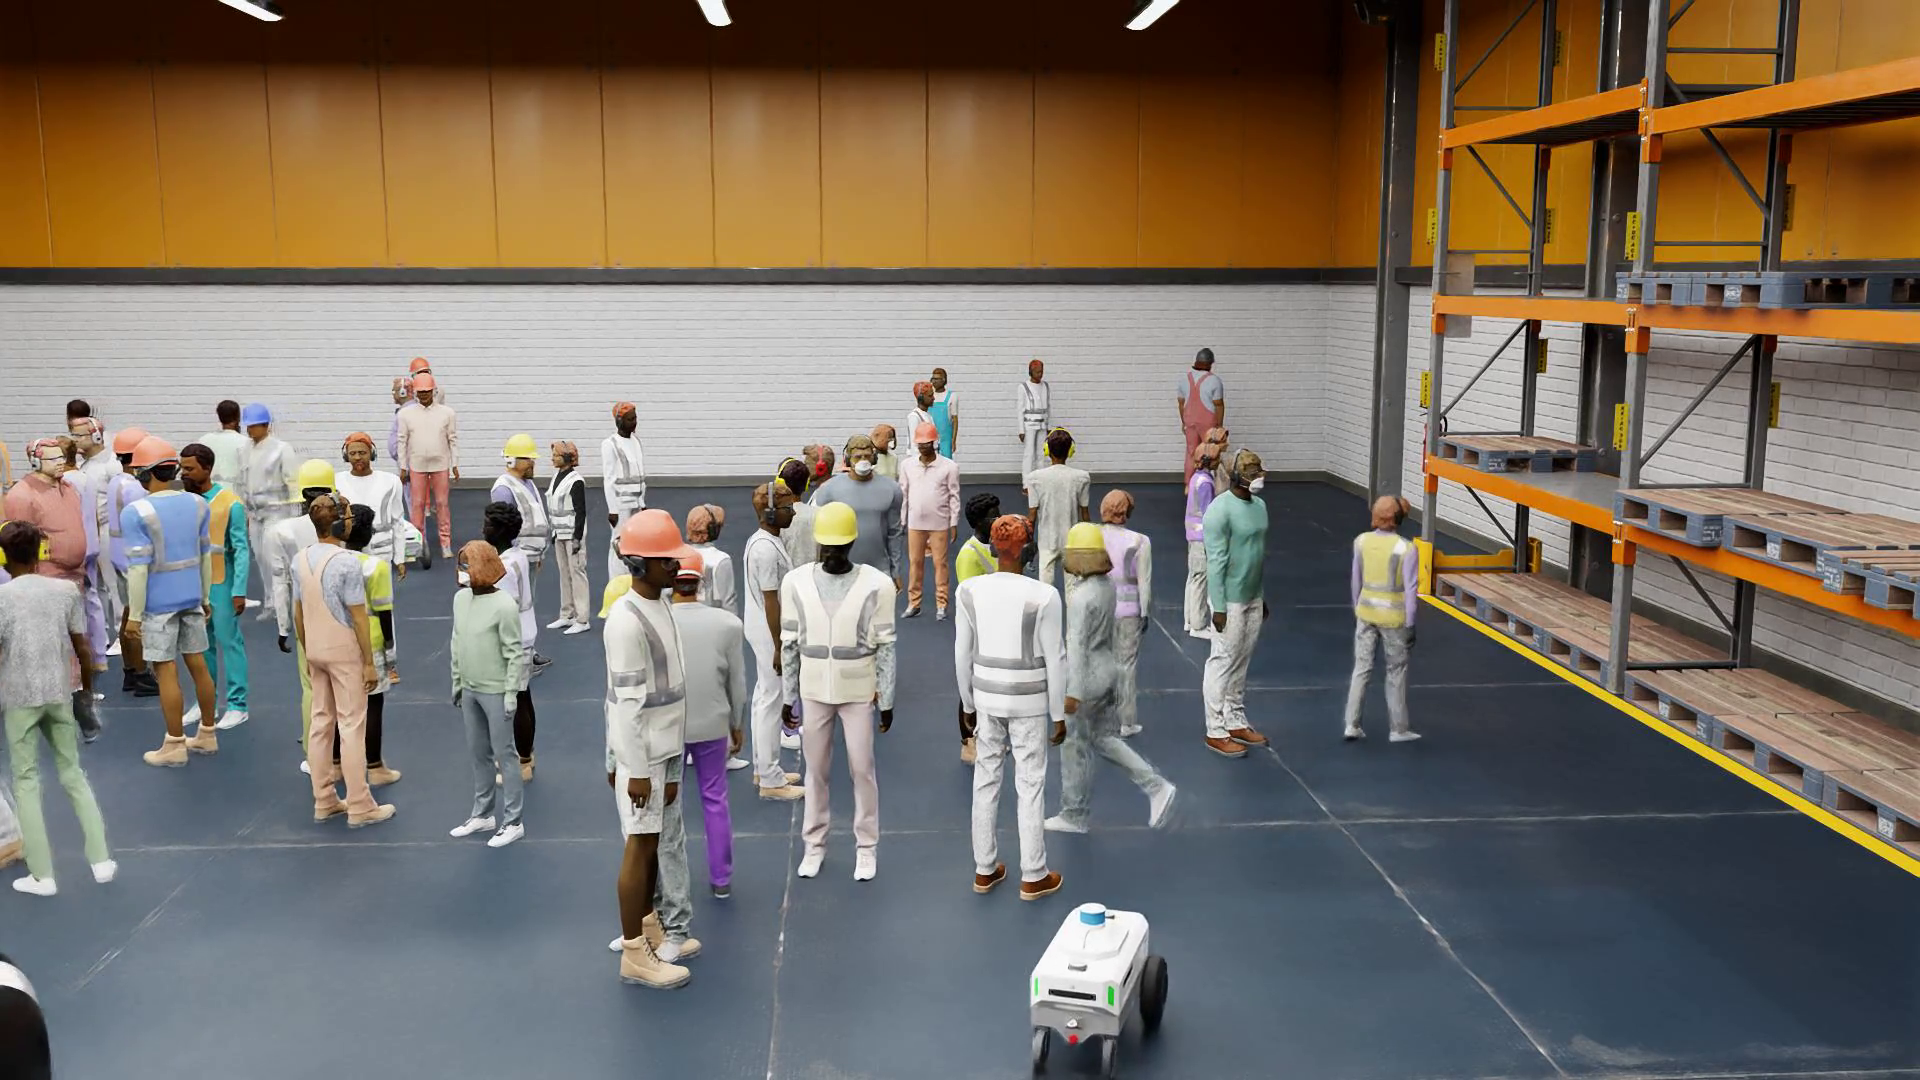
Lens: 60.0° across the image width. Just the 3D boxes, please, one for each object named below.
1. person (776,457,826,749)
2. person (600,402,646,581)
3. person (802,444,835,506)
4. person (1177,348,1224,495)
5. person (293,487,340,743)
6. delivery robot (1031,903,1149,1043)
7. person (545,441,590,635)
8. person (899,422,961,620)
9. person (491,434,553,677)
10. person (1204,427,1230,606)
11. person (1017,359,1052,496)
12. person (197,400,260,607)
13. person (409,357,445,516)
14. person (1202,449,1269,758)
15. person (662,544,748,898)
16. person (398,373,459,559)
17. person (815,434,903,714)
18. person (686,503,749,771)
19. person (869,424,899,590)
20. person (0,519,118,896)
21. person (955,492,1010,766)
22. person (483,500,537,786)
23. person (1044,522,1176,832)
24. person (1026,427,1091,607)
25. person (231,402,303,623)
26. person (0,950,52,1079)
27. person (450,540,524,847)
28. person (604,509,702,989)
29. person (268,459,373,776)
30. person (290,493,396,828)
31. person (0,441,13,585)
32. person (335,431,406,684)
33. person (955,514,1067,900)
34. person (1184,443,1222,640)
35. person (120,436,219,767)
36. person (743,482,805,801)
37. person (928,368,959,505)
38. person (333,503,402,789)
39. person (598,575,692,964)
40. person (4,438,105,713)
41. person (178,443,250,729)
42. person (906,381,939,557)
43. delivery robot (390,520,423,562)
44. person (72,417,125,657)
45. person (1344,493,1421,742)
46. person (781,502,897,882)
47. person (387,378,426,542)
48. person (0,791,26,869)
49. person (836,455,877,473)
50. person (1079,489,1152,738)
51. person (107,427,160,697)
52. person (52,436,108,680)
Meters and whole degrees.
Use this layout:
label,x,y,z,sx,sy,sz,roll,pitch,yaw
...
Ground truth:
label,x,y,z,sx,sy,sz,roll,pitch,yaw
person,-1.067,0.401,10.672,0.317,1.870,0.531,9,12,43
person,-3.029,-0.313,15.117,0.347,1.882,0.584,3,10,18
person,-0.929,0.237,11.780,0.372,1.843,0.570,-2,9,-11
person,3.359,-1.621,22.835,0.690,2.000,0.538,8,12,40
person,-4.057,0.459,10.636,0.525,1.769,0.315,7,11,36
delivery robot,0.517,1.671,6.524,0.477,0.478,0.707,3,10,17
person,-3.314,-0.026,14.072,0.310,1.642,0.514,-7,11,-37
person,-0.281,-0.165,14.590,0.565,1.750,0.341,3,9,16
person,-3.319,0.109,12.633,0.403,1.831,0.587,0,9,3
person,2.332,-0.220,15.293,0.306,1.639,0.523,3,9,16
person,1.031,-1.540,22.850,0.585,1.879,0.367,-8,12,-41
person,-6.651,-0.317,15.131,0.600,1.898,0.445,3,9,15
person,-6.754,-1.300,20.965,0.397,1.992,0.621,6,11,32
person,1.767,0.386,10.552,0.372,1.940,0.627,7,11,37
person,-1.315,0.885,8.039,0.580,1.741,0.351,-3,10,-20
person,-5.664,-0.787,17.739,0.624,1.992,0.390,-3,9,-17
person,-0.685,0.231,11.529,0.629,1.940,0.372,-3,10,-20
person,-1.542,0.597,10.160,0.513,1.642,0.311,7,12,39
person,-0.743,-0.291,15.800,0.279,1.628,0.503,7,11,38
person,-4.512,0.831,8.161,0.538,1.835,0.607,6,11,35
person,0.141,0.546,10.306,0.318,1.697,0.535,3,9,17
person,-2.686,0.610,9.904,0.320,1.697,0.531,-1,9,-7
person,0.785,0.759,8.931,0.672,1.713,0.488,4,10,23
person,0.752,0.068,12.770,0.515,1.872,0.328,-1,9,-4
person,-6.042,-0.231,14.457,0.625,1.933,0.437,4,10,22
person,-2.068,1.475,3.402,0.634,2.041,0.393,7,11,37
person,-2.527,0.808,8.855,0.507,1.632,0.274,6,11,35
person,-1.303,0.878,7.136,0.380,2.041,0.616,0,9,2
person,-3.834,0.472,10.048,0.587,1.928,0.363,-5,10,-27
person,-3.410,0.659,9.131,0.504,1.847,0.345,4,10,25
person,-8.433,-0.231,14.471,0.372,1.925,0.592,-5,10,-29
person,-4.386,0.143,12.265,0.578,1.879,0.353,-3,10,-19
person,0.256,0.808,8.079,0.575,1.883,0.355,4,10,26
person,2.033,0.003,13.897,0.310,1.638,0.522,0,9,-1
person,-4.900,0.379,10.270,0.396,2.042,0.611,4,10,23
person,-1.074,0.581,9.625,0.345,1.846,0.508,-2,9,-13
person,-0.267,-1.287,21.356,0.506,1.846,0.346,4,10,24
person,-3.567,0.627,9.830,0.543,1.688,0.322,3,10,19
person,-1.410,1.003,7.337,0.492,1.729,0.323,8,12,40
person,-6.280,0.241,11.566,0.409,1.909,0.642,1,9,5
person,-5.013,0.303,11.140,0.590,1.920,0.399,3,10,20
person,-0.395,-0.769,17.984,0.355,1.883,0.575,2,9,12
delivery robot,-5.788,-0.027,17.184,0.477,0.478,0.707,-5,10,-27
person,-6.876,-0.027,13.248,0.655,1.906,0.407,4,10,23
person,2.742,0.514,10.770,0.374,1.650,0.522,-7,11,-37
person,-0.608,0.754,8.311,0.588,1.919,0.396,1,9,9
person,-6.082,-0.833,18.311,0.404,1.906,0.652,-2,9,-15
person,-5.073,0.848,8.152,0.638,1.788,0.972,7,11,36
person,-0.753,0.191,12.355,0.329,1.751,0.572,-1,9,-4
person,1.008,0.484,10.905,0.504,1.631,0.310,4,10,23
person,-5.918,0.156,11.996,0.373,1.939,0.545,-7,12,-39
person,-6.654,0.132,12.490,0.359,1.835,0.514,1,9,9
